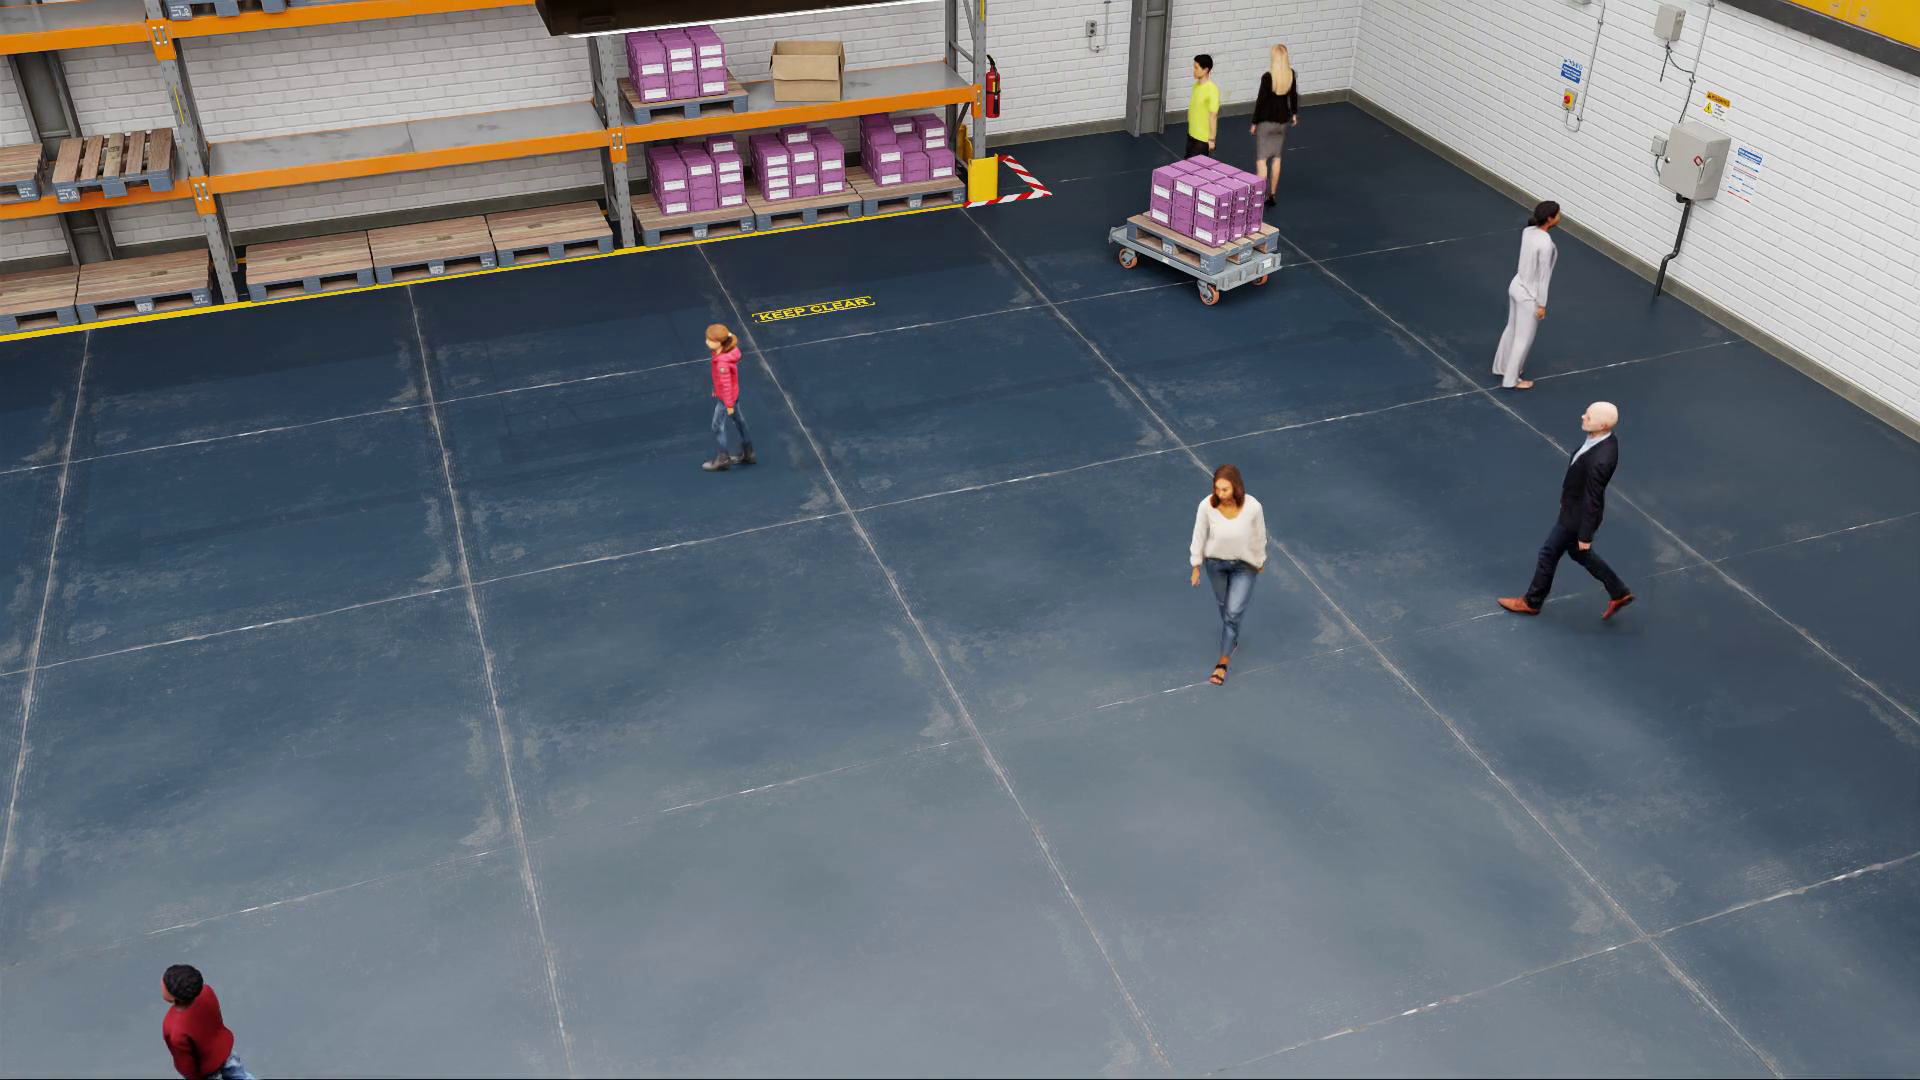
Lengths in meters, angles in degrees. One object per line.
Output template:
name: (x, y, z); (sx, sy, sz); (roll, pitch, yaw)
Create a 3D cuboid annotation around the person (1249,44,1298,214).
person: (3.413, -4.489, 18.152); (0.597, 1.841, 0.863); (-9, 35, -13)

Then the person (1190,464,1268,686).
person: (1.884, 0.129, 11.392); (0.986, 1.633, 1.013); (6, 34, 9)

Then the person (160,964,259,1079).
person: (-3.626, 2.525, 8.141); (0.868, 1.242, 0.741); (6, 34, 9)

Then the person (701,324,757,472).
person: (-1.837, -1.181, 13.663); (0.745, 1.301, 0.643); (1, 34, 1)

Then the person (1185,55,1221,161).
person: (2.722, -4.498, 18.297); (0.718, 1.695, 0.645); (-14, 36, -19)

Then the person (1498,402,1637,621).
person: (4.449, -0.168, 11.710); (1.228, 1.776, 1.155); (13, 36, 19)

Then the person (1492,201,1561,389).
person: (5.042, -2.191, 14.793); (0.617, 1.732, 0.671); (-3, 34, -4)
